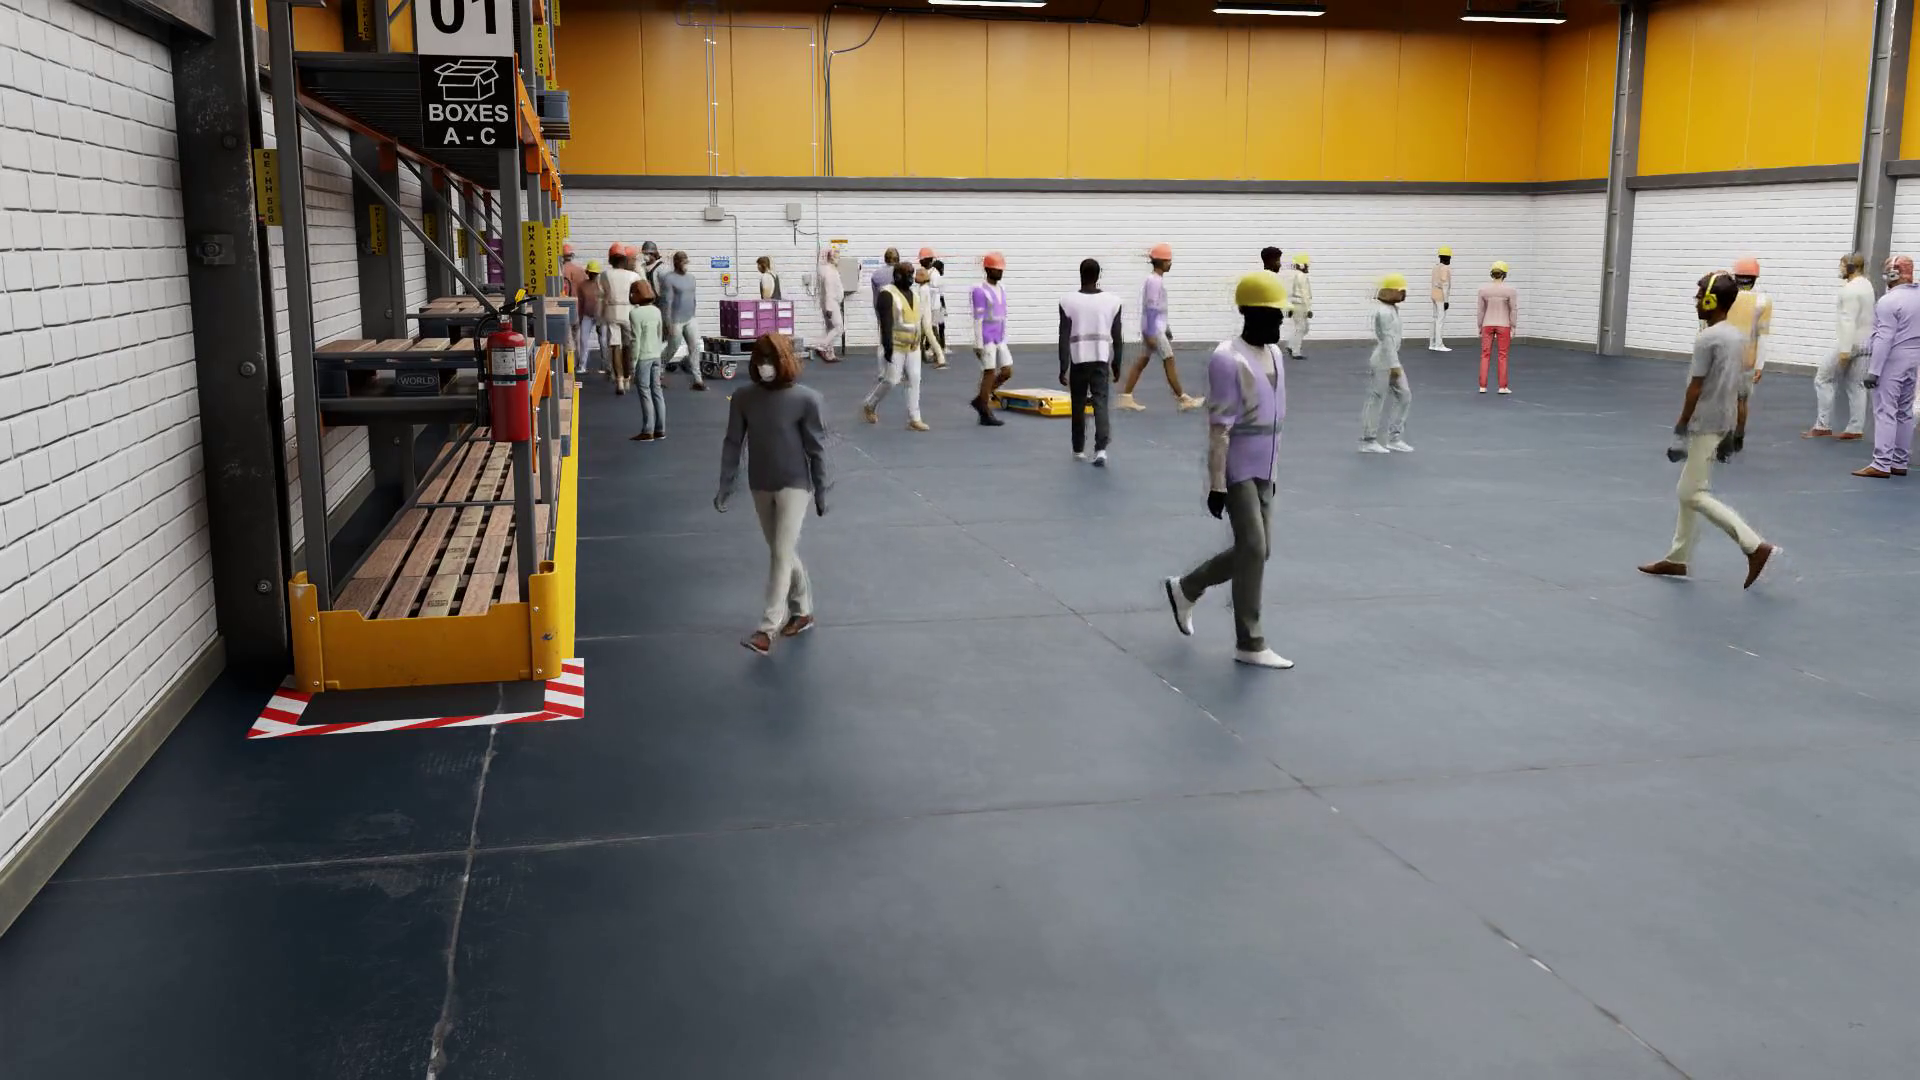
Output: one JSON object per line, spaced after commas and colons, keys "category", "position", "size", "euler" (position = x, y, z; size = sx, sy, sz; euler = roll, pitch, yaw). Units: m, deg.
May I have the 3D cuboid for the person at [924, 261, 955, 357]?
{"category": "person", "position": [-0.320, -4.018, 28.969], "size": [0.727, 1.665, 0.555], "euler": [-3, 11, -16]}

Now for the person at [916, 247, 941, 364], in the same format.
{"category": "person", "position": [-0.582, -3.850, 27.400], "size": [0.652, 1.916, 0.545], "euler": [-5, 12, -27]}

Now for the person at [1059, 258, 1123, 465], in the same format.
{"category": "person", "position": [1.200, -1.642, 15.267], "size": [0.599, 1.876, 1.007], "euler": [-1, 10, -4]}

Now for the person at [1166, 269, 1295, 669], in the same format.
{"category": "person", "position": [1.324, -0.354, 8.064], "size": [0.706, 1.908, 0.593], "euler": [8, 13, 38]}

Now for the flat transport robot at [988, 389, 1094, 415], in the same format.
{"category": "flat transport robot", "position": [0.967, -1.657, 19.789], "size": [0.652, 0.197, 1.431], "euler": [-6, 12, -29]}

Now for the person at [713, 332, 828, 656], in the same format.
{"category": "person", "position": [-0.932, -0.237, 8.279], "size": [0.502, 1.584, 0.878], "euler": [5, 11, 25]}

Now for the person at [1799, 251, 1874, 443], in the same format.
{"category": "person", "position": [8.856, -1.939, 16.784], "size": [0.714, 1.917, 0.666], "euler": [10, 14, 43]}

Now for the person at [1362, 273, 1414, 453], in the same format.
{"category": "person", "position": [4.138, -1.674, 15.861], "size": [0.596, 1.722, 0.489], "euler": [6, 12, 30]}

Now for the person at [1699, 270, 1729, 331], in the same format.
{"category": "person", "position": [10.315, -2.848, 22.628], "size": [0.509, 1.629, 0.314], "euler": [1, 10, 5]}

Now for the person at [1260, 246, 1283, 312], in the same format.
{"category": "person", "position": [3.695, -2.557, 20.081], "size": [0.362, 1.963, 0.614], "euler": [1, 10, 7]}

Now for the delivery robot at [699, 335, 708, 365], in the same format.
{"category": "delivery robot", "position": [-3.983, -2.963, 25.984], "size": [0.477, 0.478, 0.707], "euler": [6, 12, 29]}

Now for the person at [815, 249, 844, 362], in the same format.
{"category": "person", "position": [-2.123, -3.878, 27.636], "size": [0.449, 1.888, 0.642], "euler": [-1, 10, -8]}

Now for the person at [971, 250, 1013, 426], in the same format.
{"category": "person", "position": [0.339, -2.205, 18.246], "size": [0.459, 1.920, 0.564], "euler": [7, 12, 35]}

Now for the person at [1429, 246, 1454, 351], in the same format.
{"category": "person", "position": [8.859, -4.437, 30.601], "size": [0.369, 1.928, 0.586], "euler": [-1, 10, -5]}

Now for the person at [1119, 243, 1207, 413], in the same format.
{"category": "person", "position": [2.368, -2.485, 19.612], "size": [1.045, 1.985, 0.633], "euler": [0, 10, 2]}

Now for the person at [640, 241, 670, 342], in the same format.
{"category": "person", "position": [-5.022, -3.850, 27.040], "size": [0.685, 2.000, 0.537], "euler": [9, 14, 42]}

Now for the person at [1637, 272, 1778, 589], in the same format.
{"category": "person", "position": [4.443, -0.640, 9.780], "size": [0.782, 1.849, 0.522], "euler": [10, 14, 43]}

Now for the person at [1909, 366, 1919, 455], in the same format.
{"category": "person", "position": [9.187, -1.680, 15.727], "size": [0.781, 1.792, 0.692], "euler": [2, 11, 13]}

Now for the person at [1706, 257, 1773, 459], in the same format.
{"category": "person", "position": [7.324, -1.714, 15.695], "size": [0.549, 1.876, 1.041], "euler": [5, 11, 25]}

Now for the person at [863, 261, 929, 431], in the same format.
{"category": "person", "position": [-0.679, -2.083, 17.868], "size": [0.756, 1.824, 0.629], "euler": [9, 13, 40]}

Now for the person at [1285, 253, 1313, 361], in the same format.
{"category": "person", "position": [5.738, -3.909, 27.984], "size": [0.428, 1.817, 0.596], "euler": [0, 10, -3]}

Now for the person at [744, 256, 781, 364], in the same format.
{"category": "person", "position": [-3.131, -3.713, 27.030], "size": [0.990, 1.765, 0.591], "euler": [5, 12, 28]}

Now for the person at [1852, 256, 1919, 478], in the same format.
{"category": "person", "position": [8.007, -1.480, 14.298], "size": [0.638, 1.903, 0.409], "euler": [-6, 12, -30]}

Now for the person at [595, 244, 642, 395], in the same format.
{"category": "person", "position": [-4.533, -2.934, 22.146], "size": [0.619, 1.992, 1.074], "euler": [-3, 11, -16]}

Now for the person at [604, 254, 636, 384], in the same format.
{"category": "person", "position": [-4.815, -3.157, 23.756], "size": [0.582, 1.852, 0.931], "euler": [-9, 13, -40]}

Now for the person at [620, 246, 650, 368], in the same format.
{"category": "person", "position": [-5.203, -3.692, 26.466], "size": [0.978, 1.922, 0.624], "euler": [-5, 11, -26]}

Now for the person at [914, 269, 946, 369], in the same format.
{"category": "person", "position": [-0.611, -3.487, 26.277], "size": [0.847, 1.582, 0.515], "euler": [0, 10, 1]}

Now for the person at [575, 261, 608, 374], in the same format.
{"category": "person", "position": [-5.573, -3.360, 25.215], "size": [0.539, 1.716, 0.804], "euler": [2, 10, 8]}

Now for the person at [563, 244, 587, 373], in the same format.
{"category": "person", "position": [-6.026, -3.561, 25.619], "size": [0.641, 1.974, 0.435], "euler": [-9, 13, -40]}

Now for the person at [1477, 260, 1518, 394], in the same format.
{"category": "person", "position": [7.125, -2.814, 22.065], "size": [0.531, 1.767, 0.319], "euler": [7, 12, 33]}

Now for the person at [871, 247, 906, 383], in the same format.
{"category": "person", "position": [-0.963, -3.187, 23.665], "size": [0.627, 1.934, 0.389], "euler": [6, 12, 32]}

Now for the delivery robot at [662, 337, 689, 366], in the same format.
{"category": "delivery robot", "position": [-4.462, -2.865, 25.437], "size": [0.477, 0.478, 0.707], "euler": [8, 13, 37]}

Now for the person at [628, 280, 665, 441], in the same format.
{"category": "person", "position": [-3.200, -1.821, 16.924], "size": [0.267, 1.631, 0.507], "euler": [5, 11, 24]}

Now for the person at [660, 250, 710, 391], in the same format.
{"category": "person", "position": [-3.852, -2.991, 22.681], "size": [0.963, 1.904, 0.643], "euler": [8, 13, 37]}
